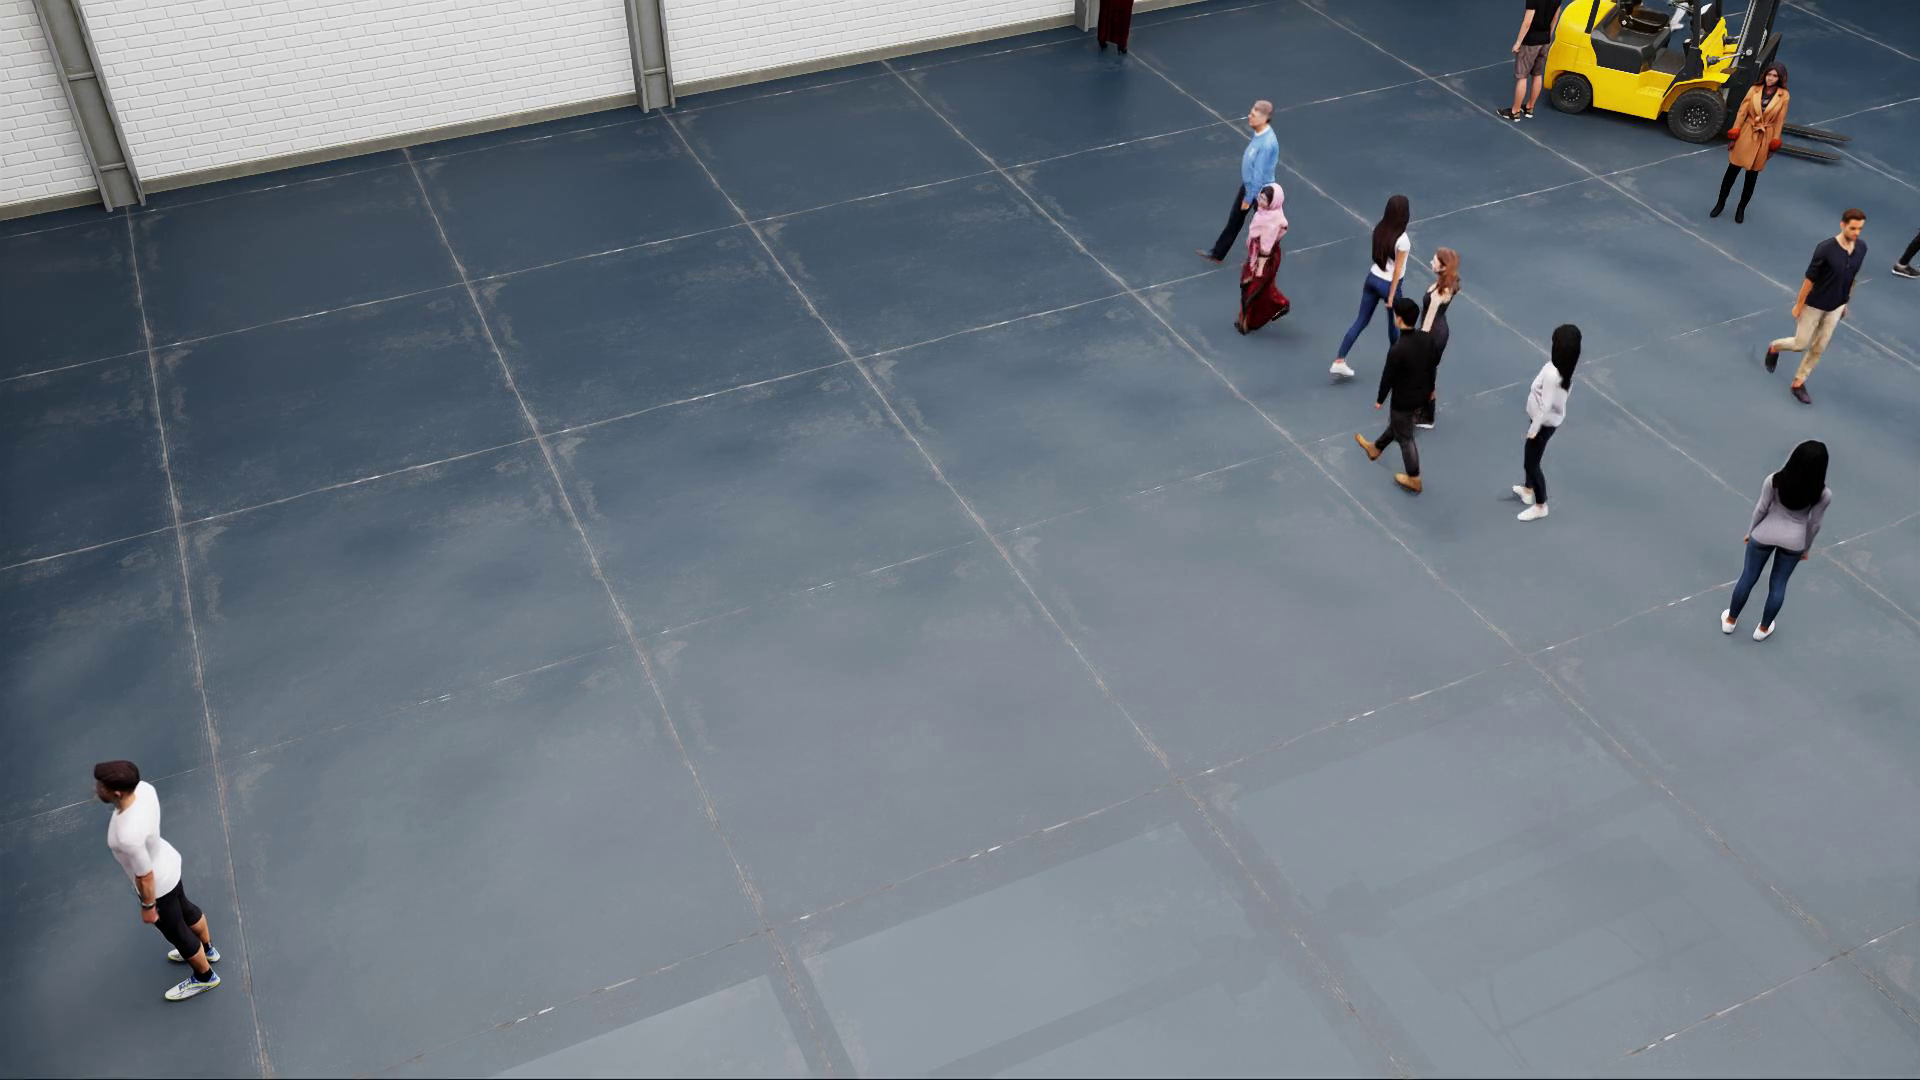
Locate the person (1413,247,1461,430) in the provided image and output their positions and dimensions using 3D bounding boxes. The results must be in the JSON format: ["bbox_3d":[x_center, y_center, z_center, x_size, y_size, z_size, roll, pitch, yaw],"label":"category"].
[{"bbox_3d":[4.146,-1.712,14.301,0.825,1.734,0.768,11,40,13],"label":"person"}]

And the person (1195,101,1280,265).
[{"bbox_3d":[3.042,-3.483,16.480,1.162,1.781,0.910,-4,39,-5],"label":"person"}]

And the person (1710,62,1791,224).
[{"bbox_3d":[8.281,-4.150,17.364,0.785,1.720,0.796,21,43,24],"label":"person"}]

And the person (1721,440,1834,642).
[{"bbox_3d":[5.976,0.007,12.146,0.686,1.736,0.717,18,42,21],"label":"person"}]

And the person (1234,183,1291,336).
[{"bbox_3d":[2.913,-2.635,15.543,0.926,1.626,0.872,8,39,10],"label":"person"}]

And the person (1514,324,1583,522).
[{"bbox_3d":[4.738,-0.958,13.397,0.846,1.684,0.757,9,39,11],"label":"person"}]

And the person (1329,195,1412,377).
[{"bbox_3d":[3.713,-2.229,14.952,1.187,1.730,0.661,-18,42,-21],"label":"person"}]

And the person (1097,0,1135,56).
[{"bbox_3d":[1.977,-6.999,20.901,0.790,1.759,0.840,16,41,19],"label":"person"}]

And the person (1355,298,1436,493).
[{"bbox_3d":[3.729,-1.138,13.626,1.048,1.680,0.937,-25,45,-28],"label":"person"}]

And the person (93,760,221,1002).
[{"bbox_3d":[-4.652,1.938,9.637,0.613,1.851,0.697,-10,40,-13],"label":"person"}]

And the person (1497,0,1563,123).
[{"bbox_3d":[6.679,-5.794,19.310,0.499,1.862,0.723,-16,41,-19],"label":"person"}]

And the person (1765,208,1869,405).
[{"bbox_3d":[7.605,-2.129,14.736,0.920,1.843,0.867,-4,39,-5],"label":"person"}]
